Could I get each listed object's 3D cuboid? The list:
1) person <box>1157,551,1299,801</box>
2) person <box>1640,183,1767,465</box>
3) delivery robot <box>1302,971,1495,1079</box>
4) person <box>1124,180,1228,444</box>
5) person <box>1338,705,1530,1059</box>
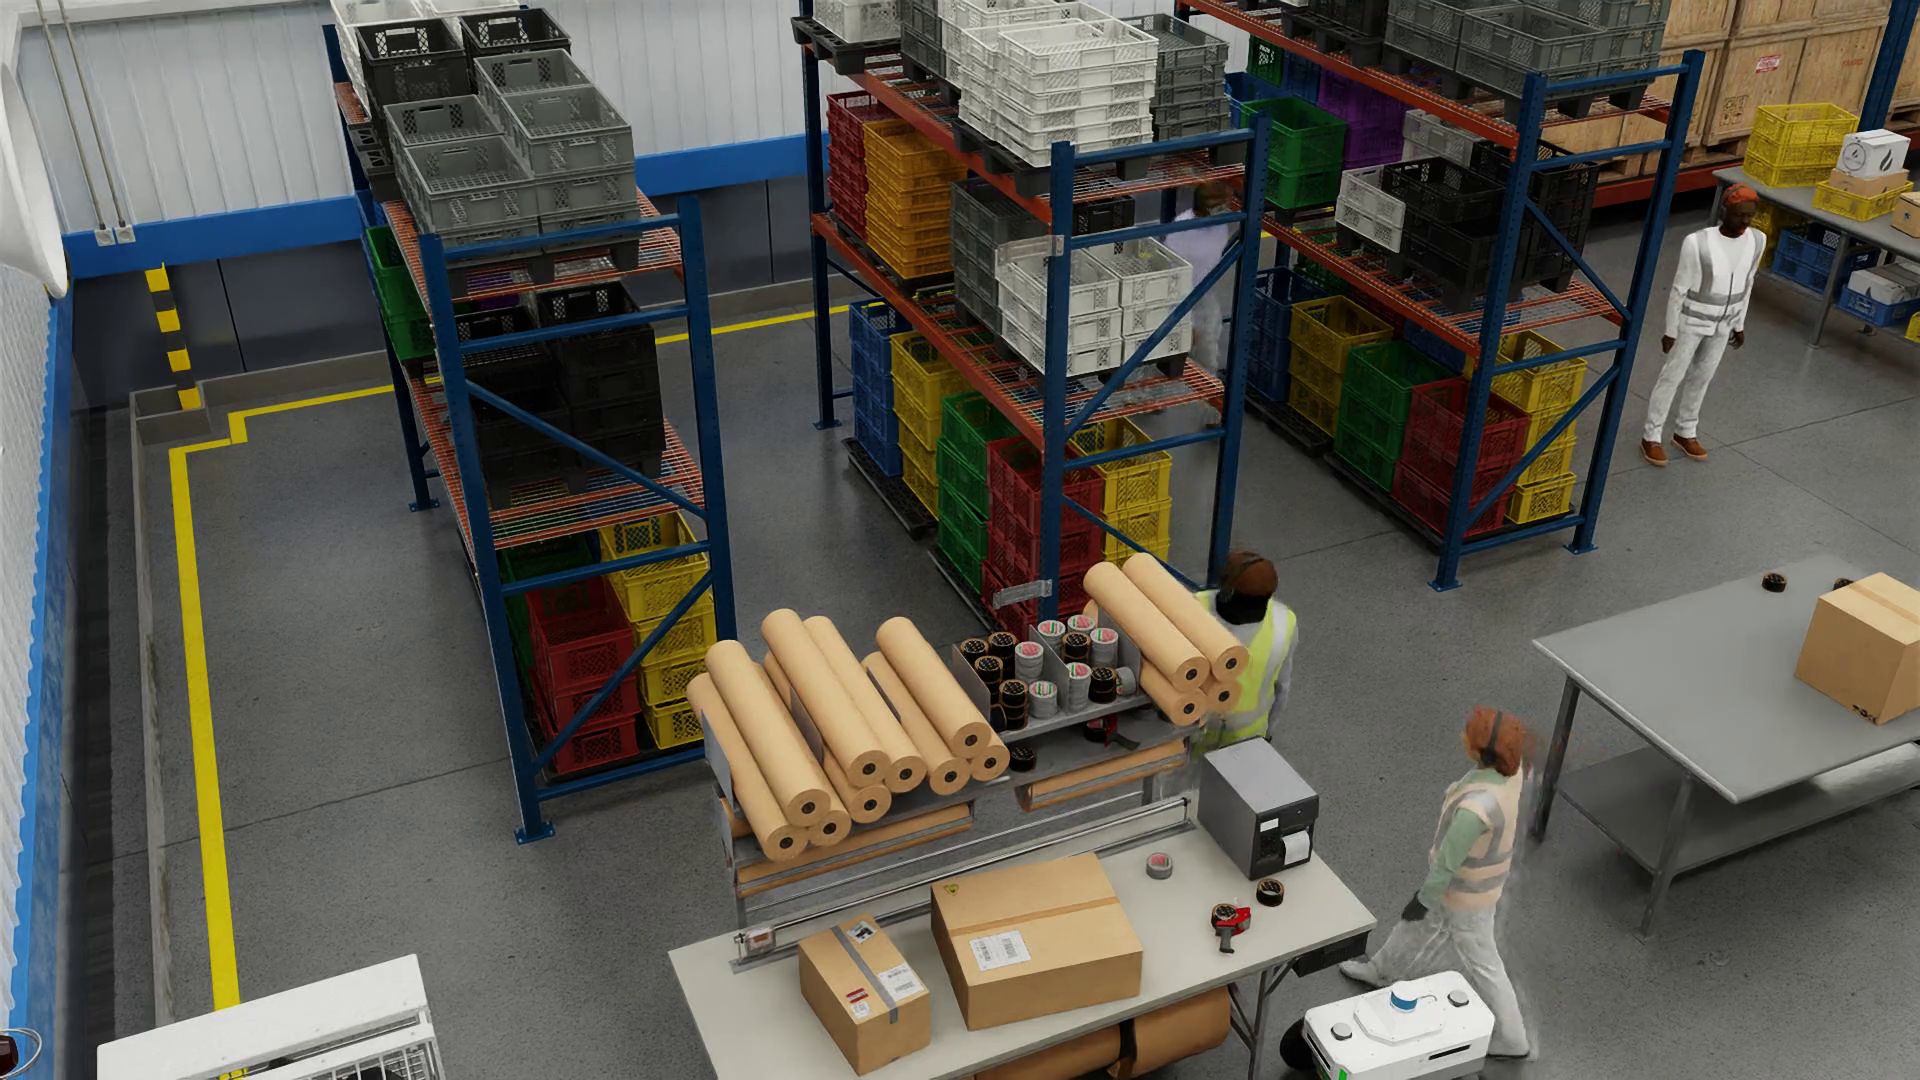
[{"bbox_3d":[1.100,0.784,7.239,0.652,1.806,0.896,1,32,2],"label":"person"},{"bbox_3d":[4.772,-1.372,10.647,0.576,1.881,0.352,-7,32,-10],"label":"person"},{"bbox_3d":[1.702,1.921,6.469,0.707,0.478,0.477,-10,33,-16],"label":"delivery robot"},{"bbox_3d":[1.498,-1.566,10.985,0.649,1.881,0.857,-27,41,-36],"label":"person"},{"bbox_3d":[1.986,1.334,6.521,0.835,1.602,0.520,15,35,23],"label":"person"}]
